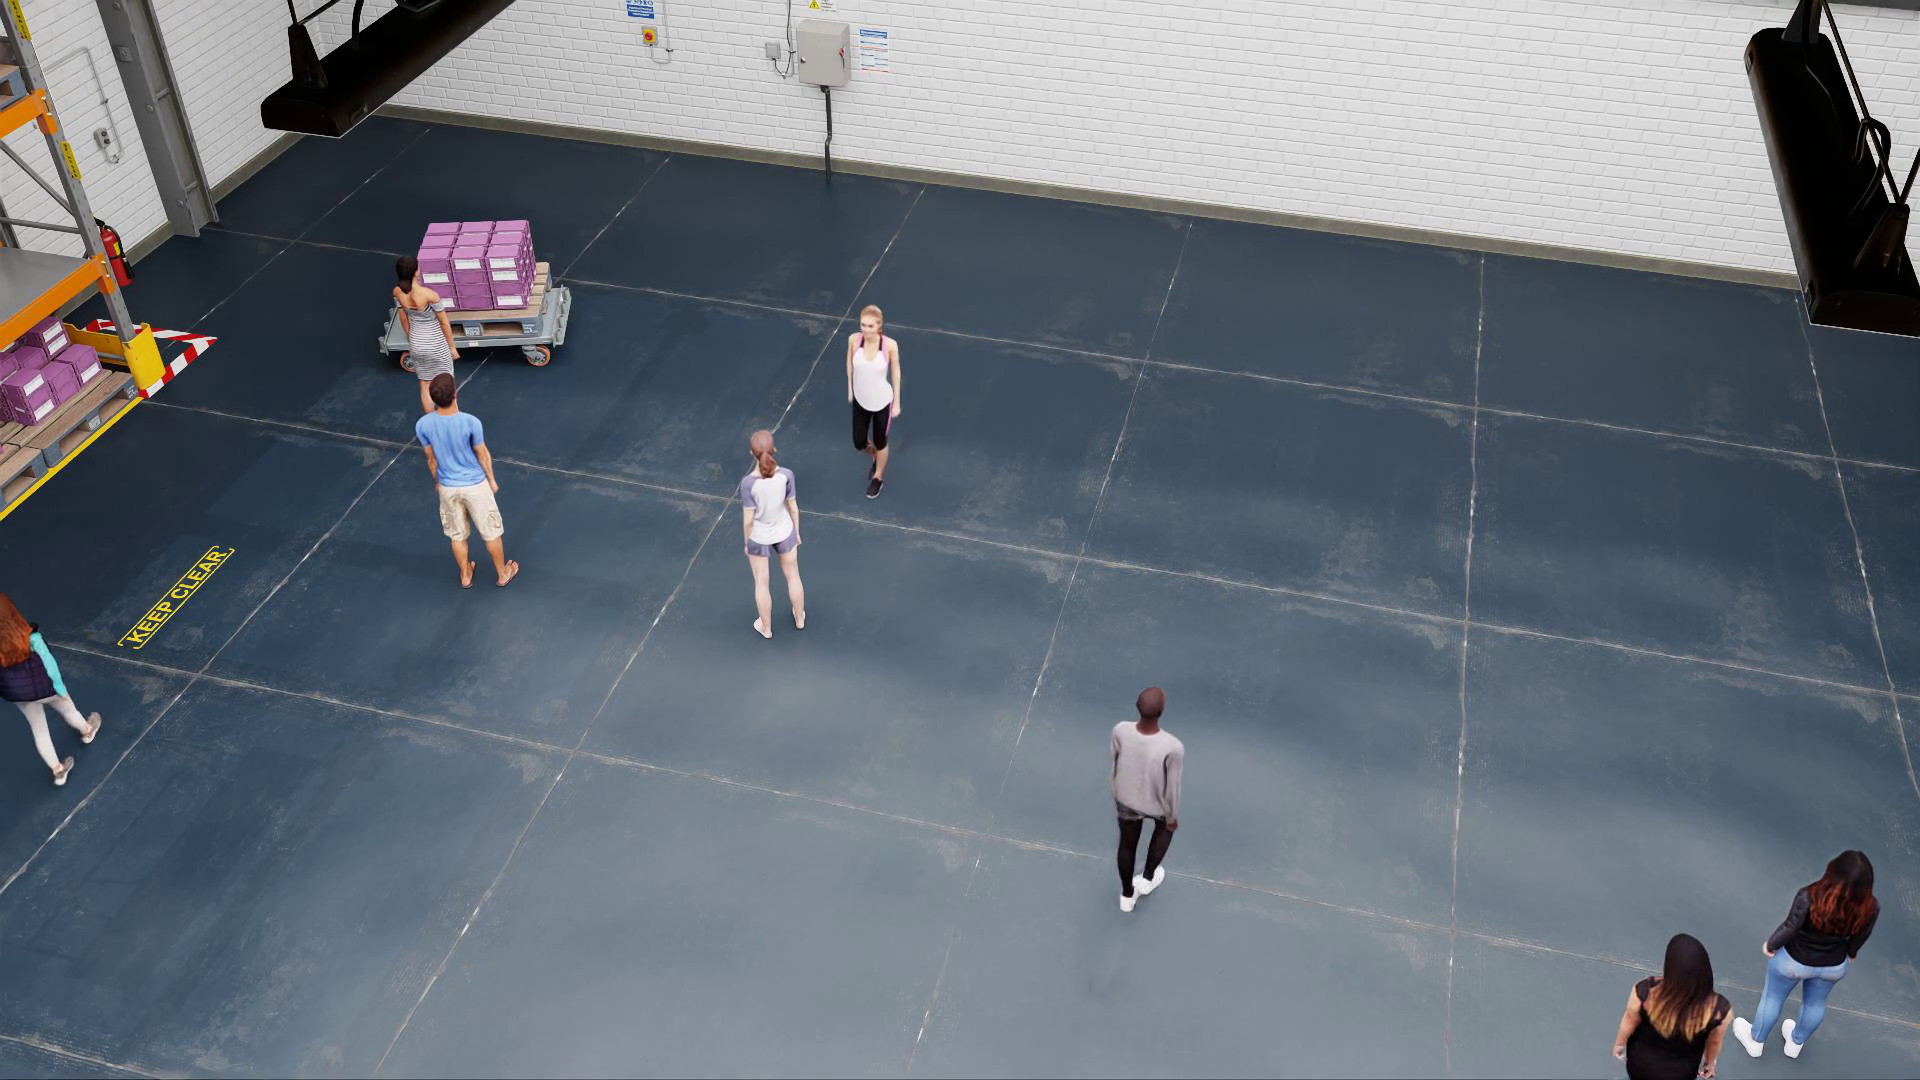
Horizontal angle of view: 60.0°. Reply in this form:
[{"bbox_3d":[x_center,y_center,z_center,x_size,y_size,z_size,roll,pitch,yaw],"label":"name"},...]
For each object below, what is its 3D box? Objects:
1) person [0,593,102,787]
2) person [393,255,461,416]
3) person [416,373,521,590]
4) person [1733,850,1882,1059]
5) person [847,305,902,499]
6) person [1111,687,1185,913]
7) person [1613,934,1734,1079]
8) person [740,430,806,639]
[{"bbox_3d":[-6.127,1.016,10.948,0.748,1.481,0.922,-2,39,-3],"label":"person"},{"bbox_3d":[-4.441,-1.573,13.917,0.587,1.822,0.526,9,39,11],"label":"person"},{"bbox_3d":[-3.716,-0.428,12.449,0.705,1.864,0.661,-1,39,-2],"label":"person"},{"bbox_3d":[4.720,2.300,9.217,0.665,1.634,0.610,3,39,4],"label":"person"},{"bbox_3d":[-0.668,-1.166,13.439,0.628,1.781,0.640,11,40,14],"label":"person"},{"bbox_3d":[1.064,1.614,9.974,0.706,1.763,0.708,18,42,21],"label":"person"},{"bbox_3d":[3.629,2.757,8.603,0.769,1.687,0.976,17,42,20],"label":"person"},{"bbox_3d":[-1.373,-0.037,12.038,0.678,1.766,0.718,-14,41,-17],"label":"person"}]
